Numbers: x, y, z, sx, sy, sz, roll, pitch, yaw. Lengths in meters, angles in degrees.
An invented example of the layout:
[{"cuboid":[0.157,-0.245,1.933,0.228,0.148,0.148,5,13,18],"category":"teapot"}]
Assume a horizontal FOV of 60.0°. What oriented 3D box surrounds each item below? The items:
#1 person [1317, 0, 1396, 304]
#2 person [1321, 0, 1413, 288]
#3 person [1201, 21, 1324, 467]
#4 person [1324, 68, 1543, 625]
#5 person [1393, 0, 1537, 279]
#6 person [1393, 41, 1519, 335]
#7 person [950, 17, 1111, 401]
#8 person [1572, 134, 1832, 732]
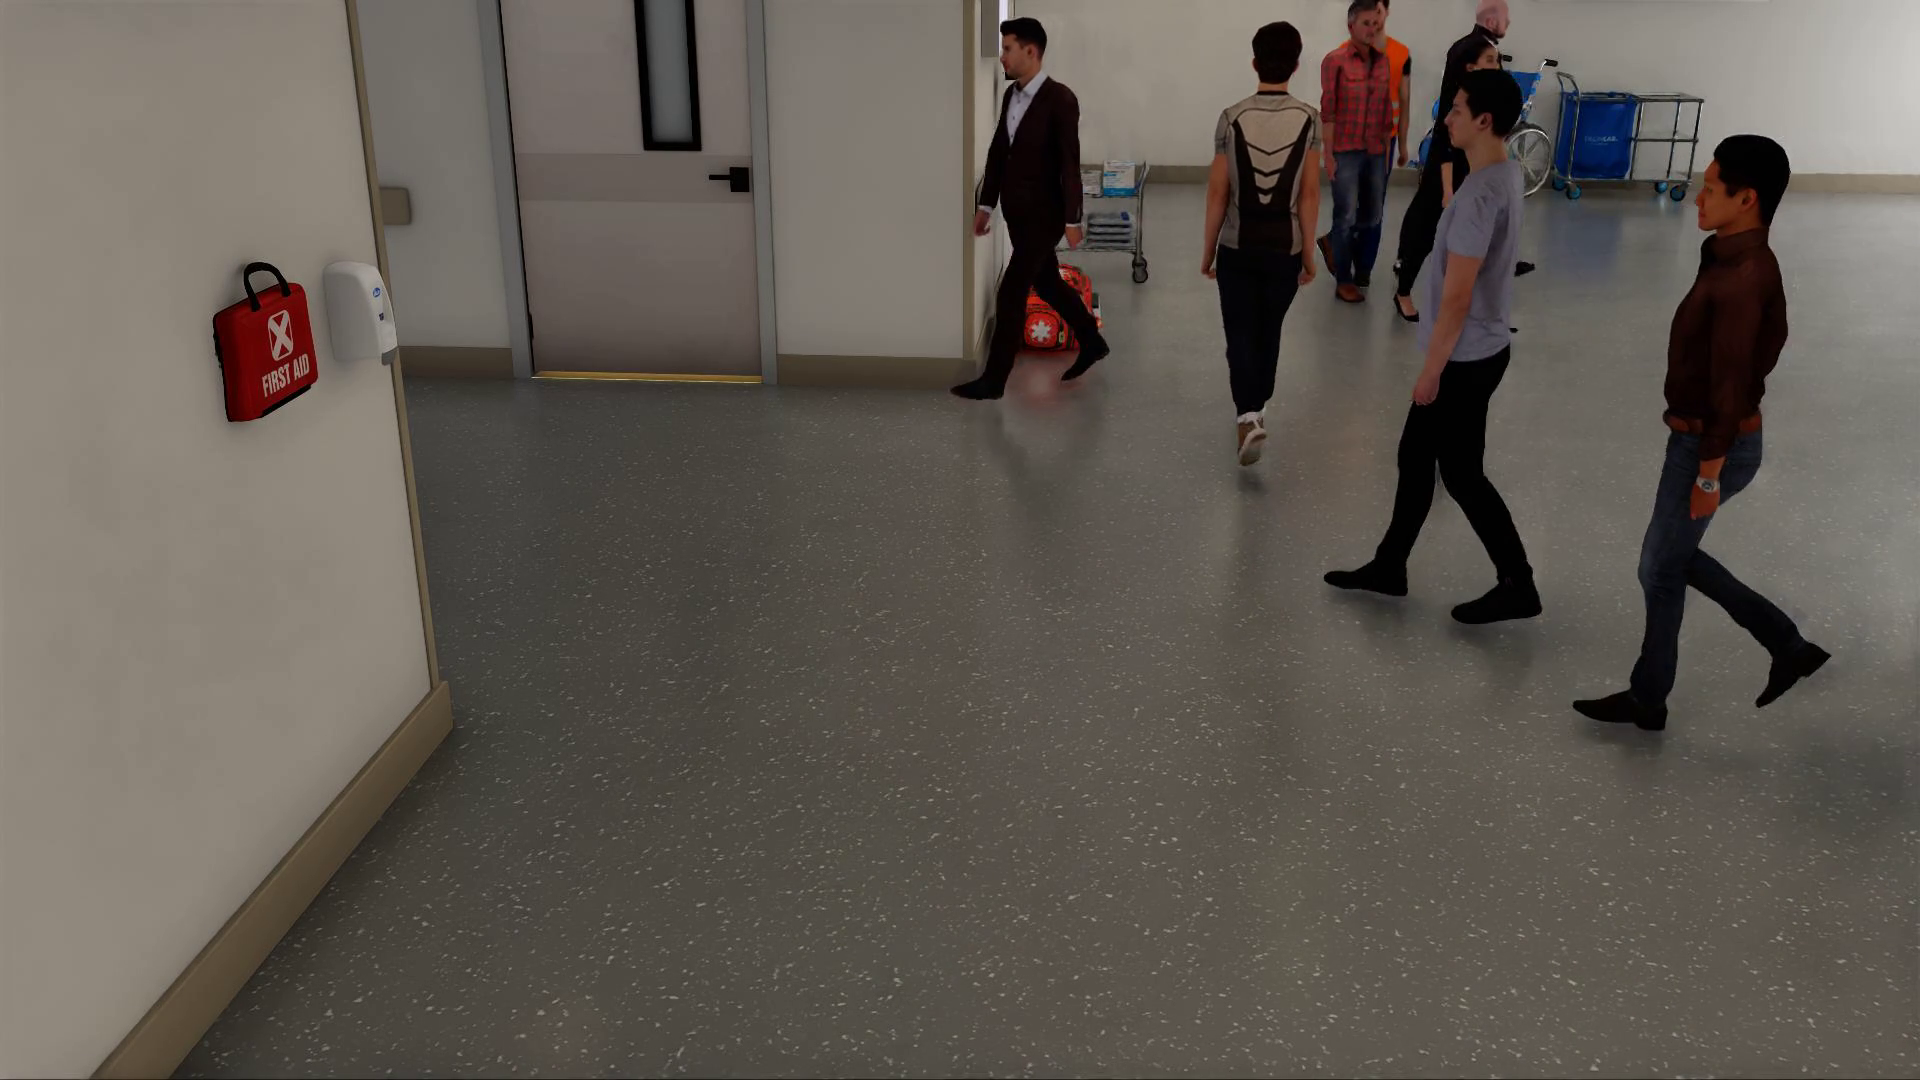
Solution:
[{"cuboid":[2.434,-2.444,10.460,0.942,1.814,1.088,-9,23,-23],"category":"person"},{"cuboid":[2.657,-2.621,10.864,0.804,1.860,1.009,4,21,10],"category":"person"},{"cuboid":[1.315,-1.243,7.215,0.684,1.867,1.181,1,21,1],"category":"person"},{"cuboid":[1.745,-0.580,5.504,0.974,1.839,1.053,9,23,23],"category":"person"},{"cuboid":[3.161,-2.536,10.746,1.138,1.784,1.150,-9,23,-23],"category":"person"},{"cuboid":[2.772,-1.966,9.494,1.032,1.606,1.160,-13,24,-31],"category":"person"},{"cuboid":[0.436,-1.620,8.282,1.248,1.818,1.284,-14,25,-32],"category":"person"},{"cuboid":[2.205,-0.230,4.693,0.869,1.761,0.931,9,22,22],"category":"person"}]
